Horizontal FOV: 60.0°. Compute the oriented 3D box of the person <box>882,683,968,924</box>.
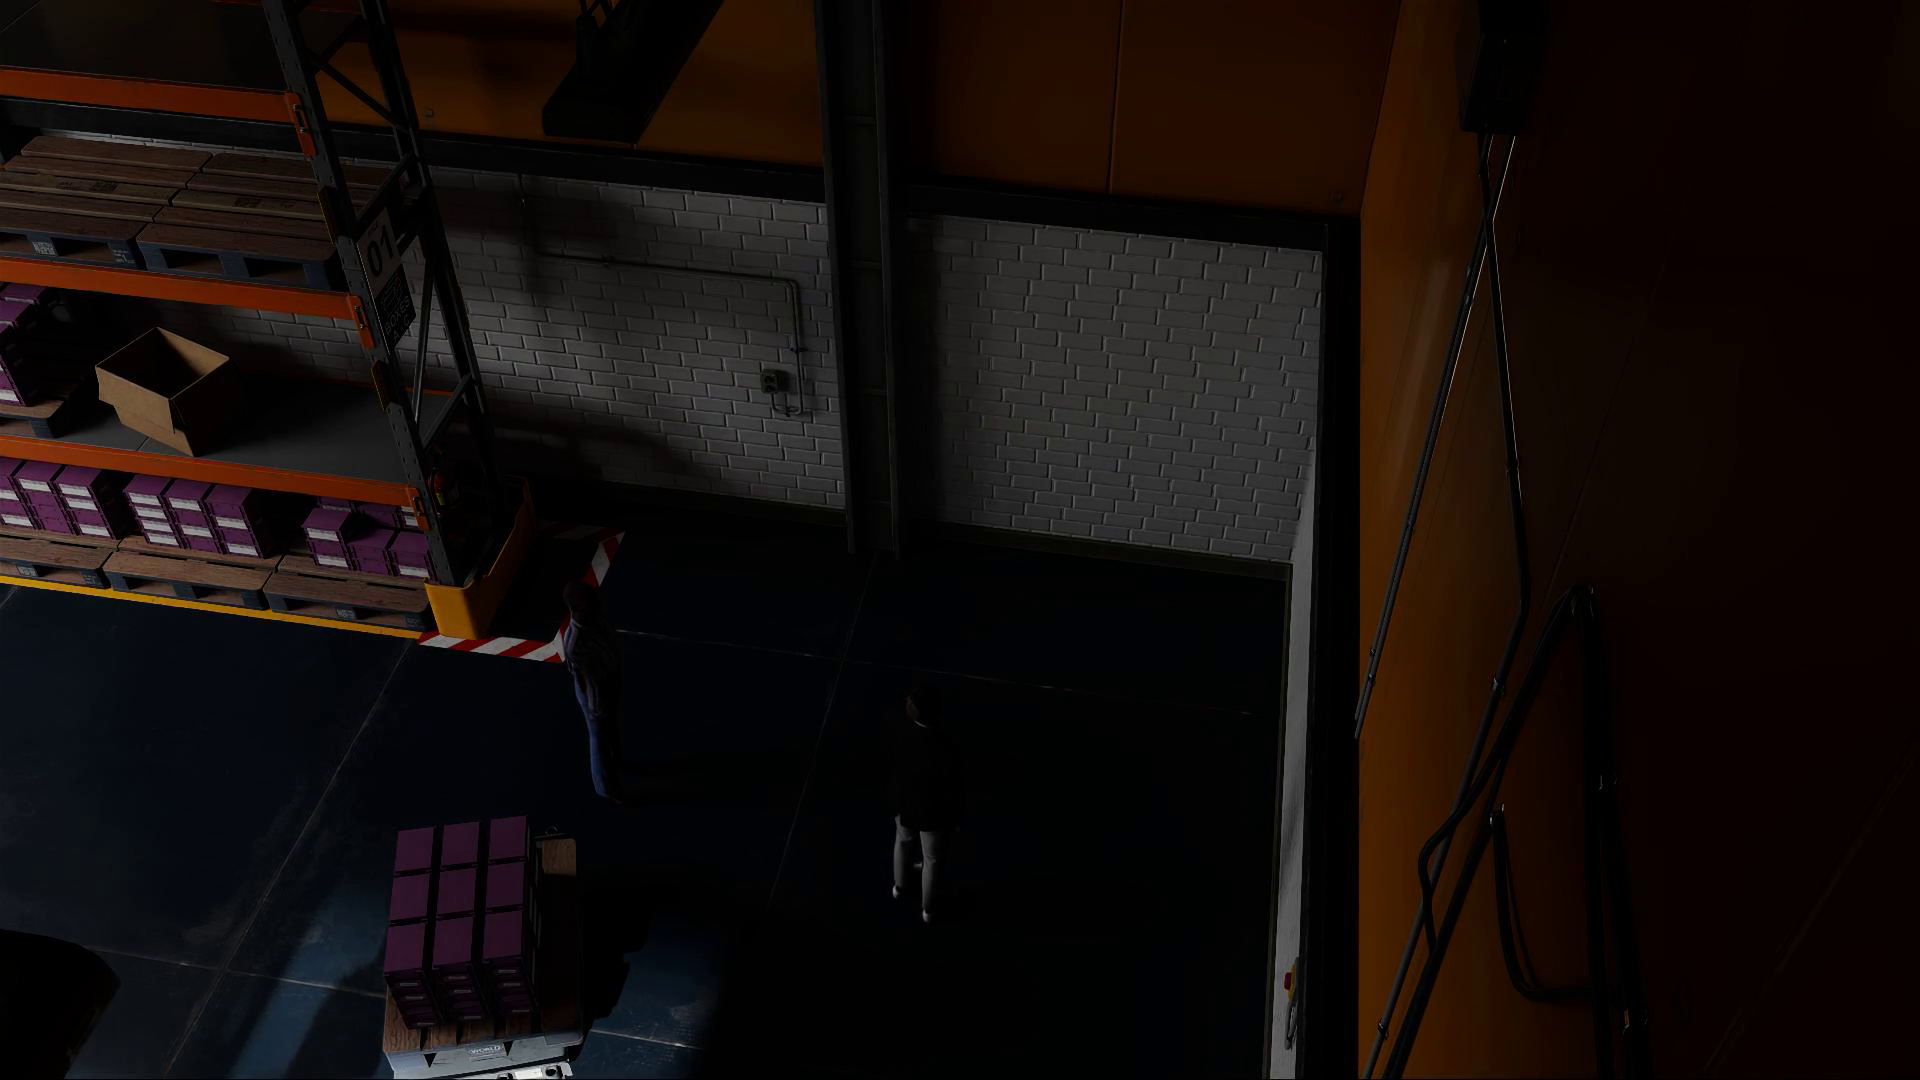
[{"bbox_3d":[-0.219,1.447,9.349,0.699,1.951,0.837,27,50,26],"label":"person"}]

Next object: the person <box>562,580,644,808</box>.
[{"bbox_3d":[-2.178,0.904,10.031,0.564,1.796,0.646,2,44,2],"label":"person"}]
